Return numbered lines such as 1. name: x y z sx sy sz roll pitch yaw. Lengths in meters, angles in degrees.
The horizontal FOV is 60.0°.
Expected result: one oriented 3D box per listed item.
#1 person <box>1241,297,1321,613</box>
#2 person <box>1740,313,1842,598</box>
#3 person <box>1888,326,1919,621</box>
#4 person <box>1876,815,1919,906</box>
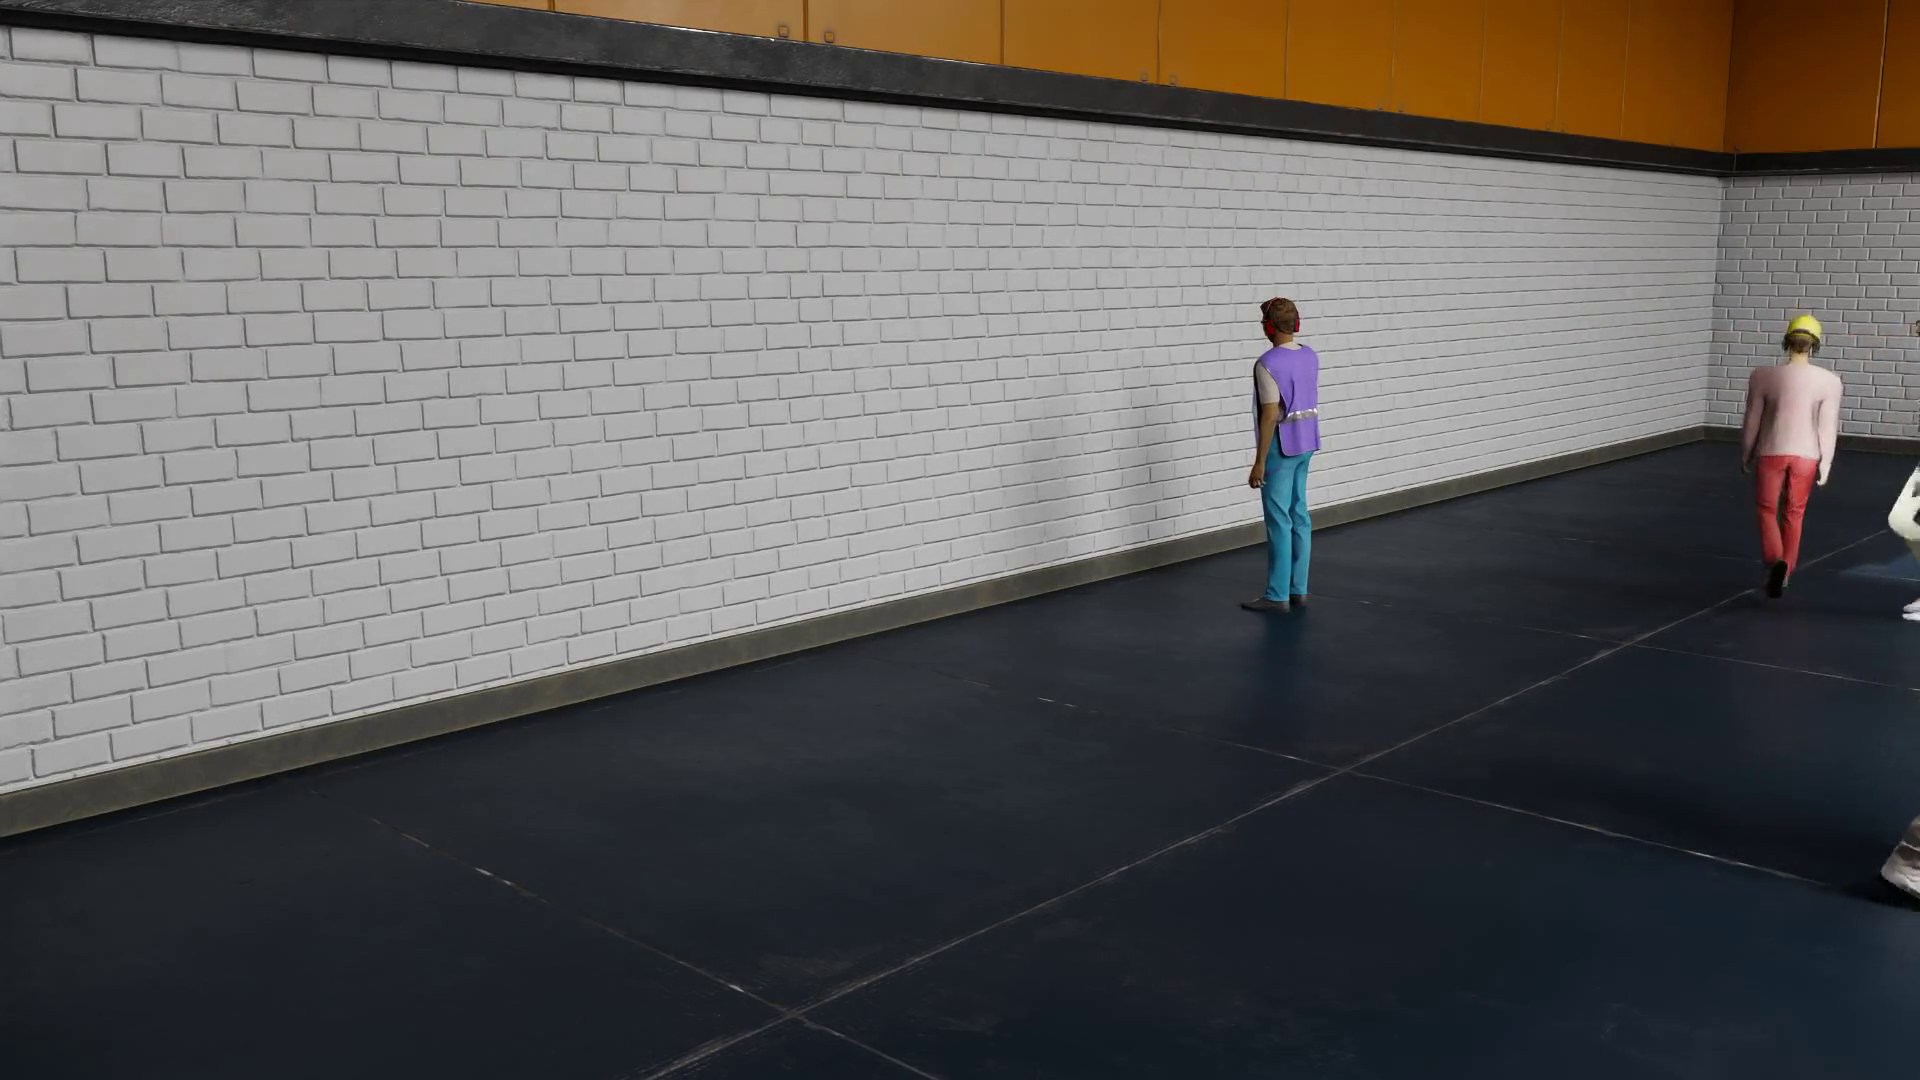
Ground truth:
1. person: 1.896 -0.489 9.738 0.396 1.840 0.564 9 13 41
2. person: 5.045 -0.505 10.111 0.515 1.734 0.738 3 10 18
3. person: 5.551 -0.441 9.437 0.437 1.858 0.509 2 10 12
4. person: 3.461 0.310 5.168 1.009 1.862 0.634 5 11 25
